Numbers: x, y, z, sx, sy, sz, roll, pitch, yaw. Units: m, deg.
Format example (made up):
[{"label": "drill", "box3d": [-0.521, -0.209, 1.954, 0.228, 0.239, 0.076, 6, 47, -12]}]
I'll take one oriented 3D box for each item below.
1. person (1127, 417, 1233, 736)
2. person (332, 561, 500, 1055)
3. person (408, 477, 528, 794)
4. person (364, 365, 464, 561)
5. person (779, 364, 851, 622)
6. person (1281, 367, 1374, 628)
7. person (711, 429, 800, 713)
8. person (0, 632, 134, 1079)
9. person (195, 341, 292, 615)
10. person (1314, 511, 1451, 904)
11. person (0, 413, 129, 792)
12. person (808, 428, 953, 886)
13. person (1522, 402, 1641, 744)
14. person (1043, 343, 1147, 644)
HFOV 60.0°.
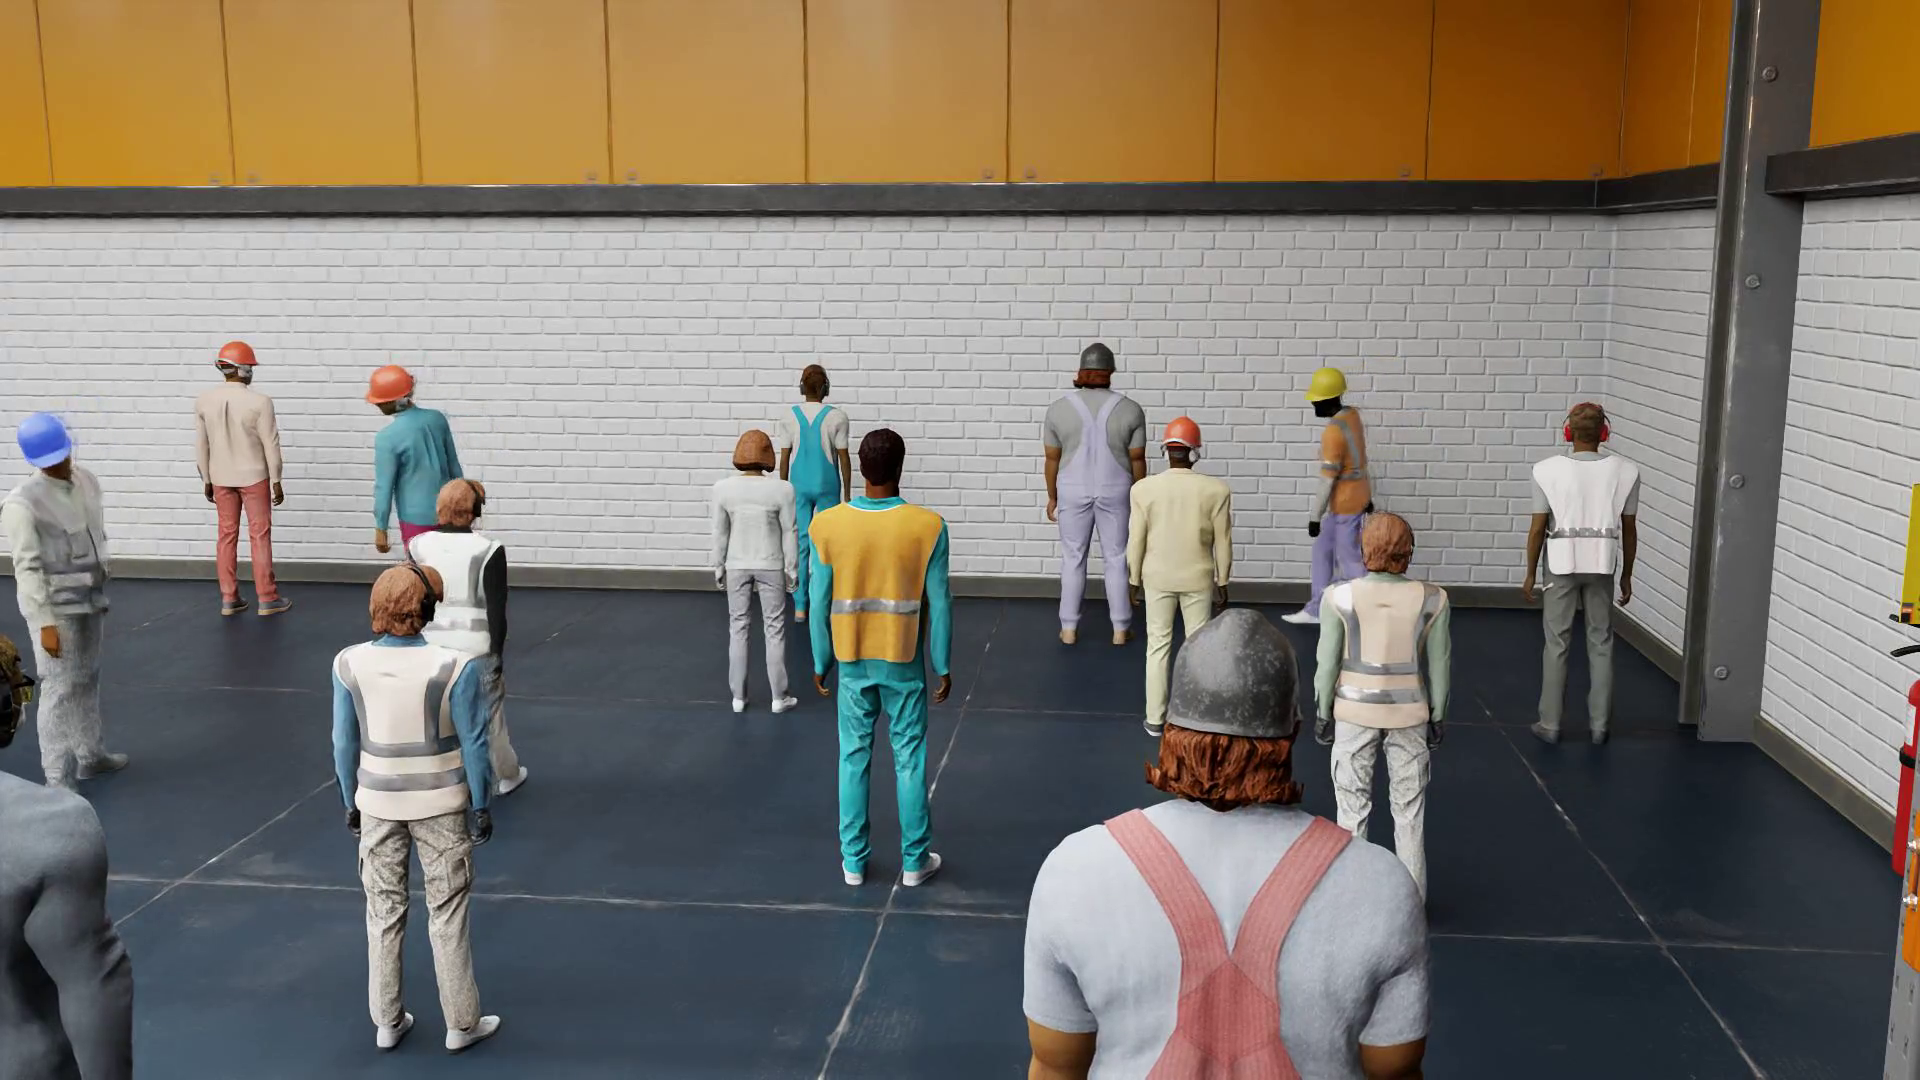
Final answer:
[{"label": "person", "box3d": [1.196, 0.201, 9.087, 0.570, 1.747, 0.341, 1, 10, 6]}, {"label": "person", "box3d": [-1.794, 0.887, 5.482, 0.521, 1.639, 0.311, 1, 10, 6]}, {"label": "person", "box3d": [-2.361, 0.508, 7.797, 0.523, 1.583, 0.848, 1, 10, 7]}, {"label": "person", "box3d": [-3.440, -0.158, 10.615, 0.432, 1.931, 0.701, 3, 10, 18]}, {"label": "person", "box3d": [-1.025, -0.328, 11.846, 0.511, 1.844, 0.328, 1, 10, 6]}, {"label": "person", "box3d": [2.549, -0.260, 11.391, 0.779, 1.862, 0.673, 3, 10, 18]}, {"label": "person", "box3d": [-1.167, 0.180, 9.544, 0.505, 1.631, 0.278, 1, 10, 6]}, {"label": "person", "box3d": [-1.947, 1.113, 3.333, 0.633, 1.938, 0.356, 1, 10, 6]}, {"label": "person", "box3d": [-5.214, -0.445, 12.098, 0.619, 1.990, 0.395, 1, 10, 6]}, {"label": "person", "box3d": [1.645, 0.708, 6.508, 0.521, 1.639, 0.311, 1, 10, 6]}, {"label": "person", "box3d": [-4.298, 0.310, 8.086, 0.398, 1.902, 0.764, 1, 10, 5]}, {"label": "person", "box3d": [-0.328, 0.496, 6.920, 0.594, 1.917, 0.373, 1, 10, 6]}, {"label": "person", "box3d": [3.321, 0.187, 8.911, 0.568, 1.839, 0.374, 1, 10, 6]}, {"label": "person", "box3d": [0.912, -0.318, 11.235, 0.686, 2.000, 0.535, 1, 10, 6]}]
